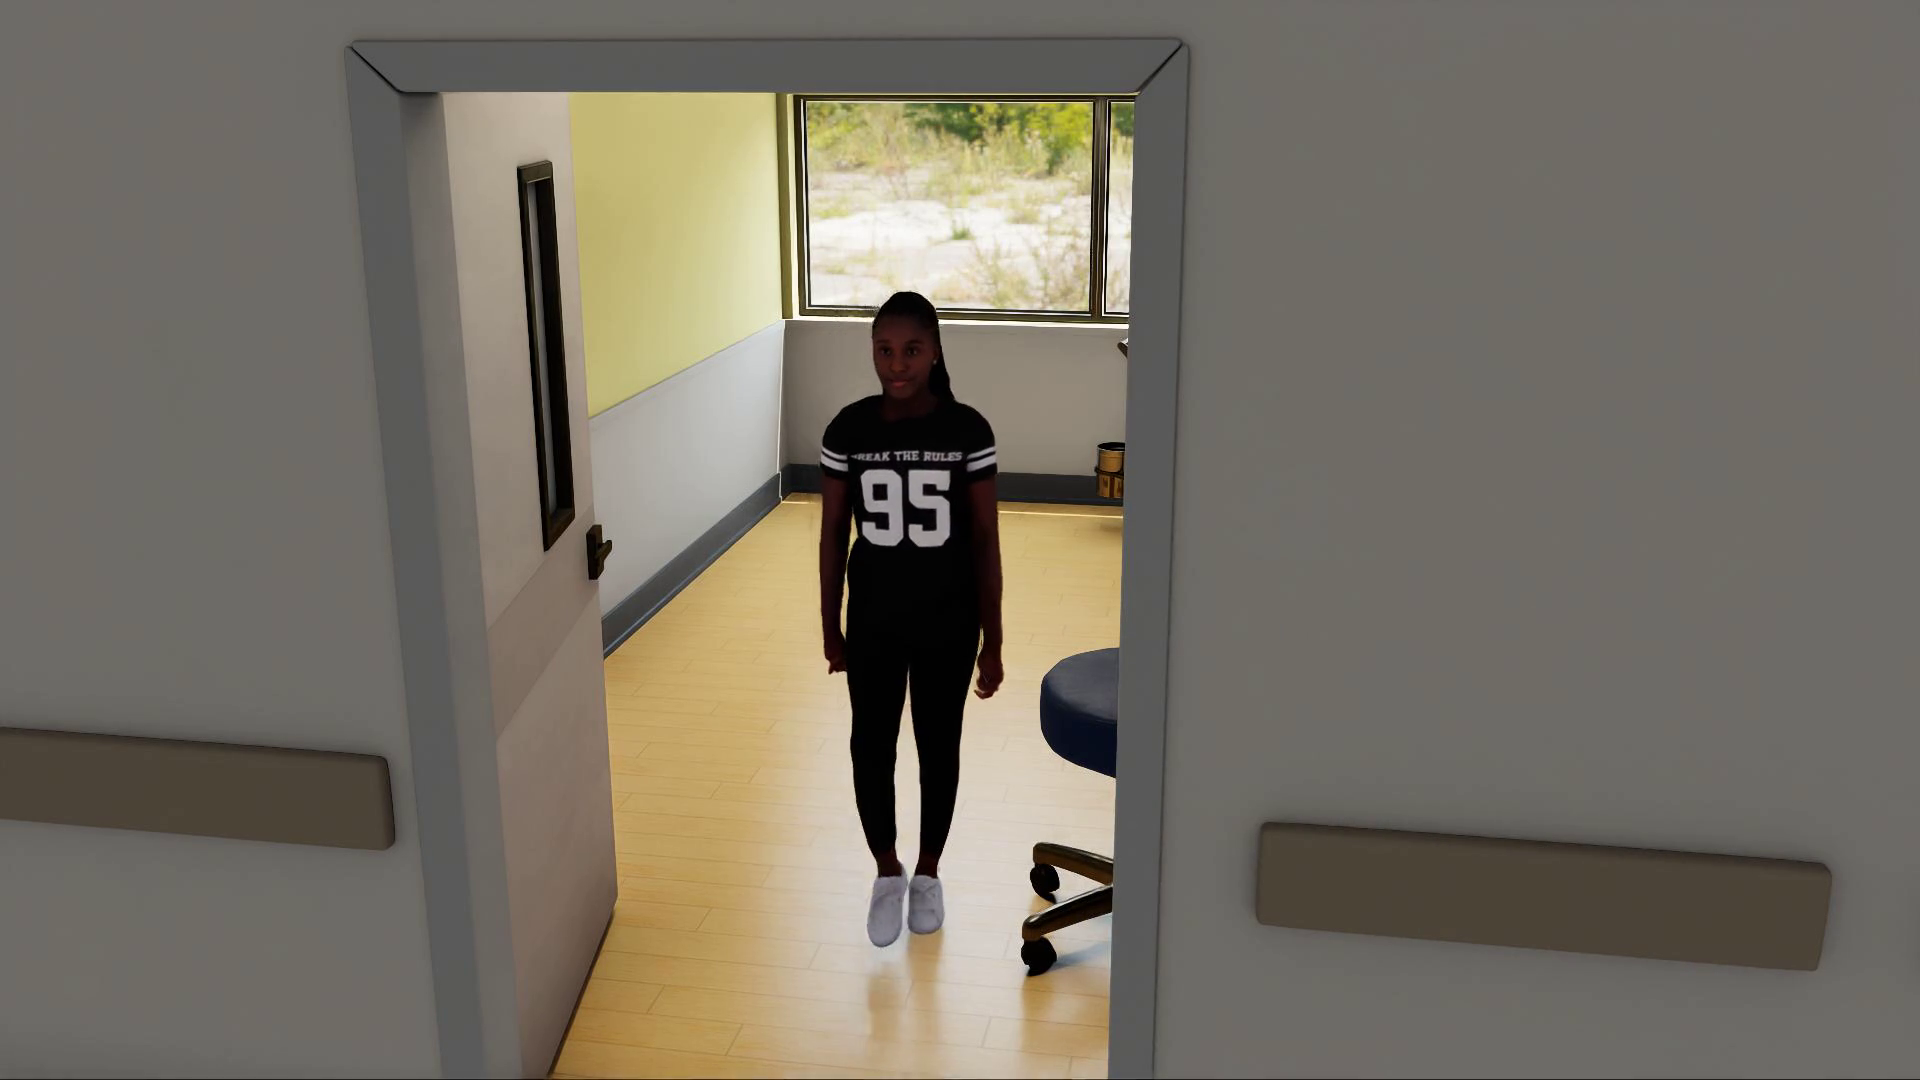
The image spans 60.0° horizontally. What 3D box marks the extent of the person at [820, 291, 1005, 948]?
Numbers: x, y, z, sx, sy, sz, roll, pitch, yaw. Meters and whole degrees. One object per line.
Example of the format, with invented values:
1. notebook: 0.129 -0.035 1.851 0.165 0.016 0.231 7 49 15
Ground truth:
1. person: -0.123 0.204 4.417 0.631 1.717 0.742 0 16 -1
